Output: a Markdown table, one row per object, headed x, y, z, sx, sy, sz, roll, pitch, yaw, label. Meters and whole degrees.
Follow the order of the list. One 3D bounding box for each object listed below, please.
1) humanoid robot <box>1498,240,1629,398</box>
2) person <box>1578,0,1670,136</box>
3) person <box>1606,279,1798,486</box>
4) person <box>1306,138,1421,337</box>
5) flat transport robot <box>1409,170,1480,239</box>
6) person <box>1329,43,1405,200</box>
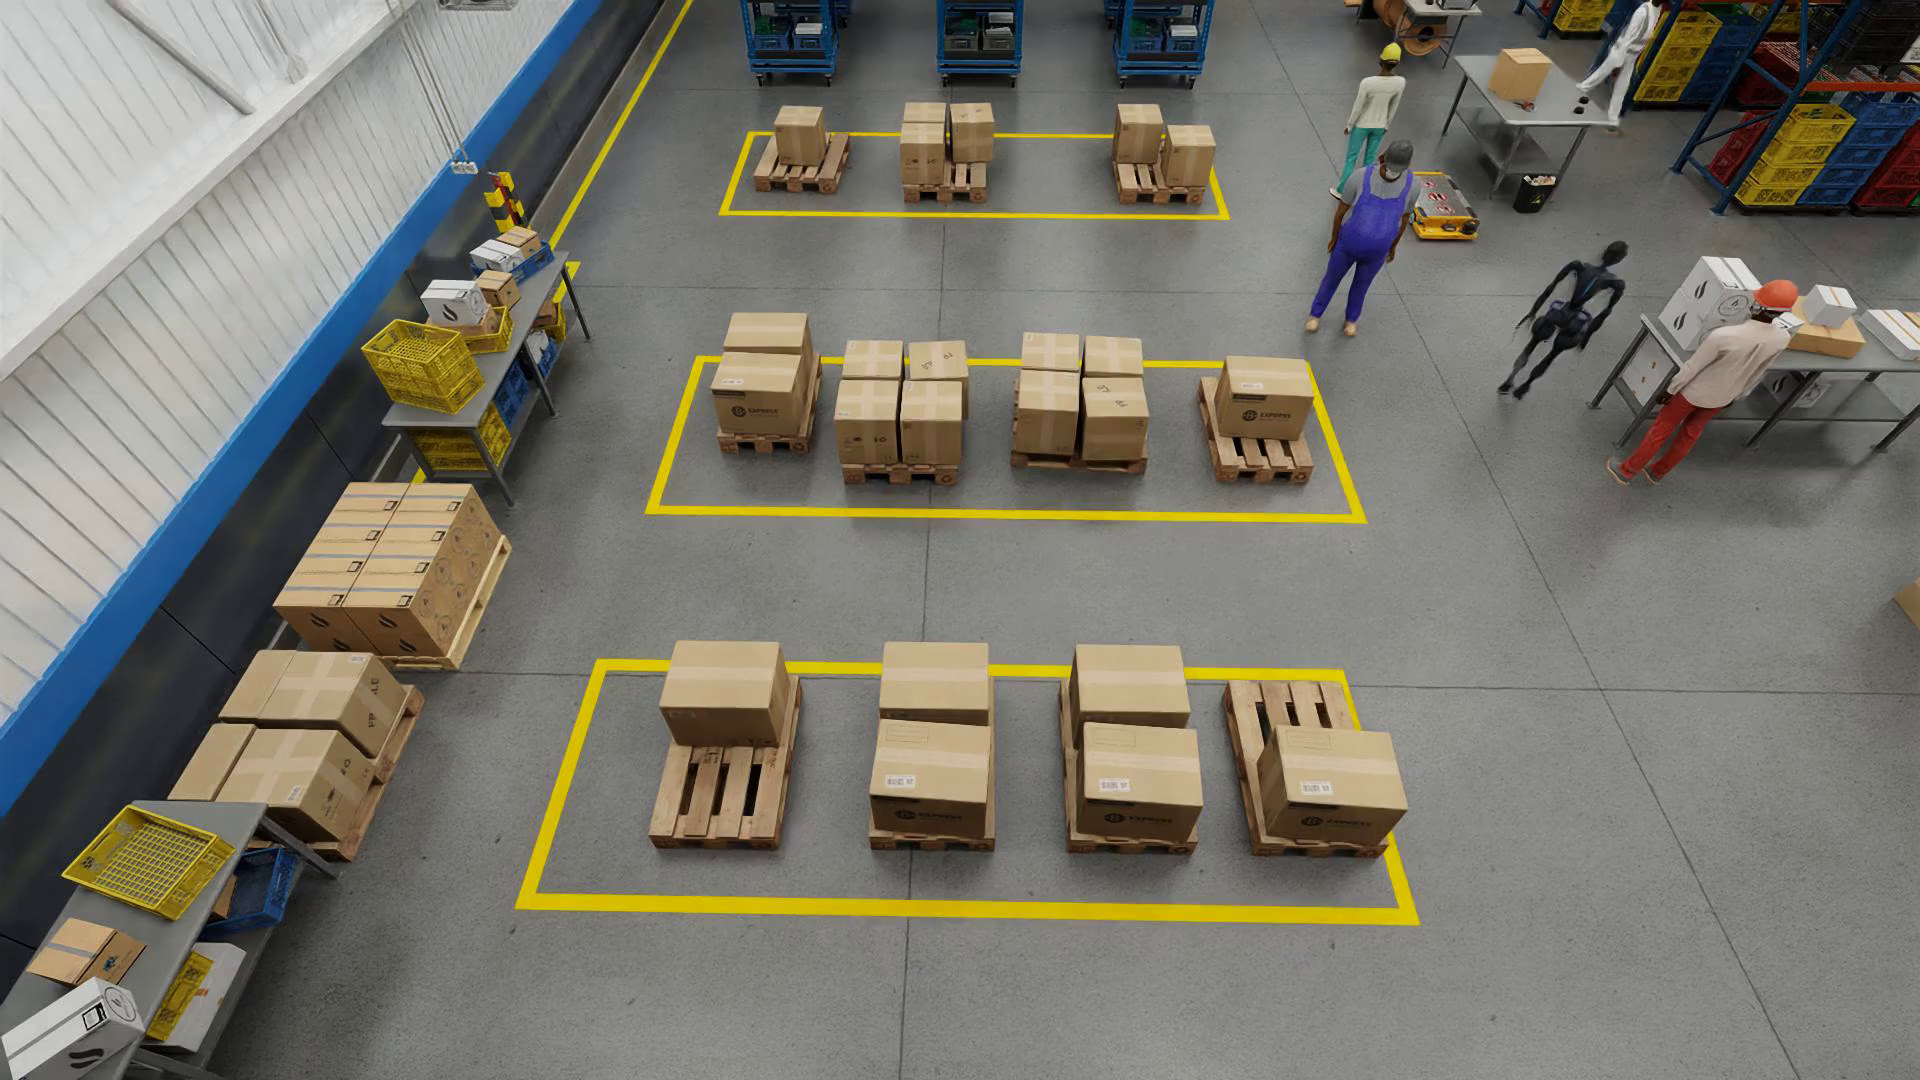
| x | y | z | sx | sy | sz | roll | pitch | yaw | label |
| --- | --- | --- | --- | --- | --- | --- | --- | --- | --- |
| 5.437 | -1.961 | 8.307 | 0.619 | 1.630 | 0.449 | 33 | 57 | 25 | humanoid robot |
| 8.674 | -6.337 | 11.986 | 0.637 | 1.833 | 0.987 | -27 | 54 | -21 | person |
| 6.055 | -1.219 | 7.457 | 0.620 | 1.990 | 0.395 | 1 | 49 | 0 | person |
| 3.917 | -2.881 | 8.857 | 0.676 | 2.000 | 0.536 | 11 | 50 | 9 | person |
| 5.692 | -4.094 | 11.059 | 0.652 | 0.197 | 1.431 | 1 | 49 | 1 | flat transport robot |
| 4.793 | -4.878 | 10.764 | 0.525 | 1.767 | 0.329 | -2 | 49 | -2 | person |
